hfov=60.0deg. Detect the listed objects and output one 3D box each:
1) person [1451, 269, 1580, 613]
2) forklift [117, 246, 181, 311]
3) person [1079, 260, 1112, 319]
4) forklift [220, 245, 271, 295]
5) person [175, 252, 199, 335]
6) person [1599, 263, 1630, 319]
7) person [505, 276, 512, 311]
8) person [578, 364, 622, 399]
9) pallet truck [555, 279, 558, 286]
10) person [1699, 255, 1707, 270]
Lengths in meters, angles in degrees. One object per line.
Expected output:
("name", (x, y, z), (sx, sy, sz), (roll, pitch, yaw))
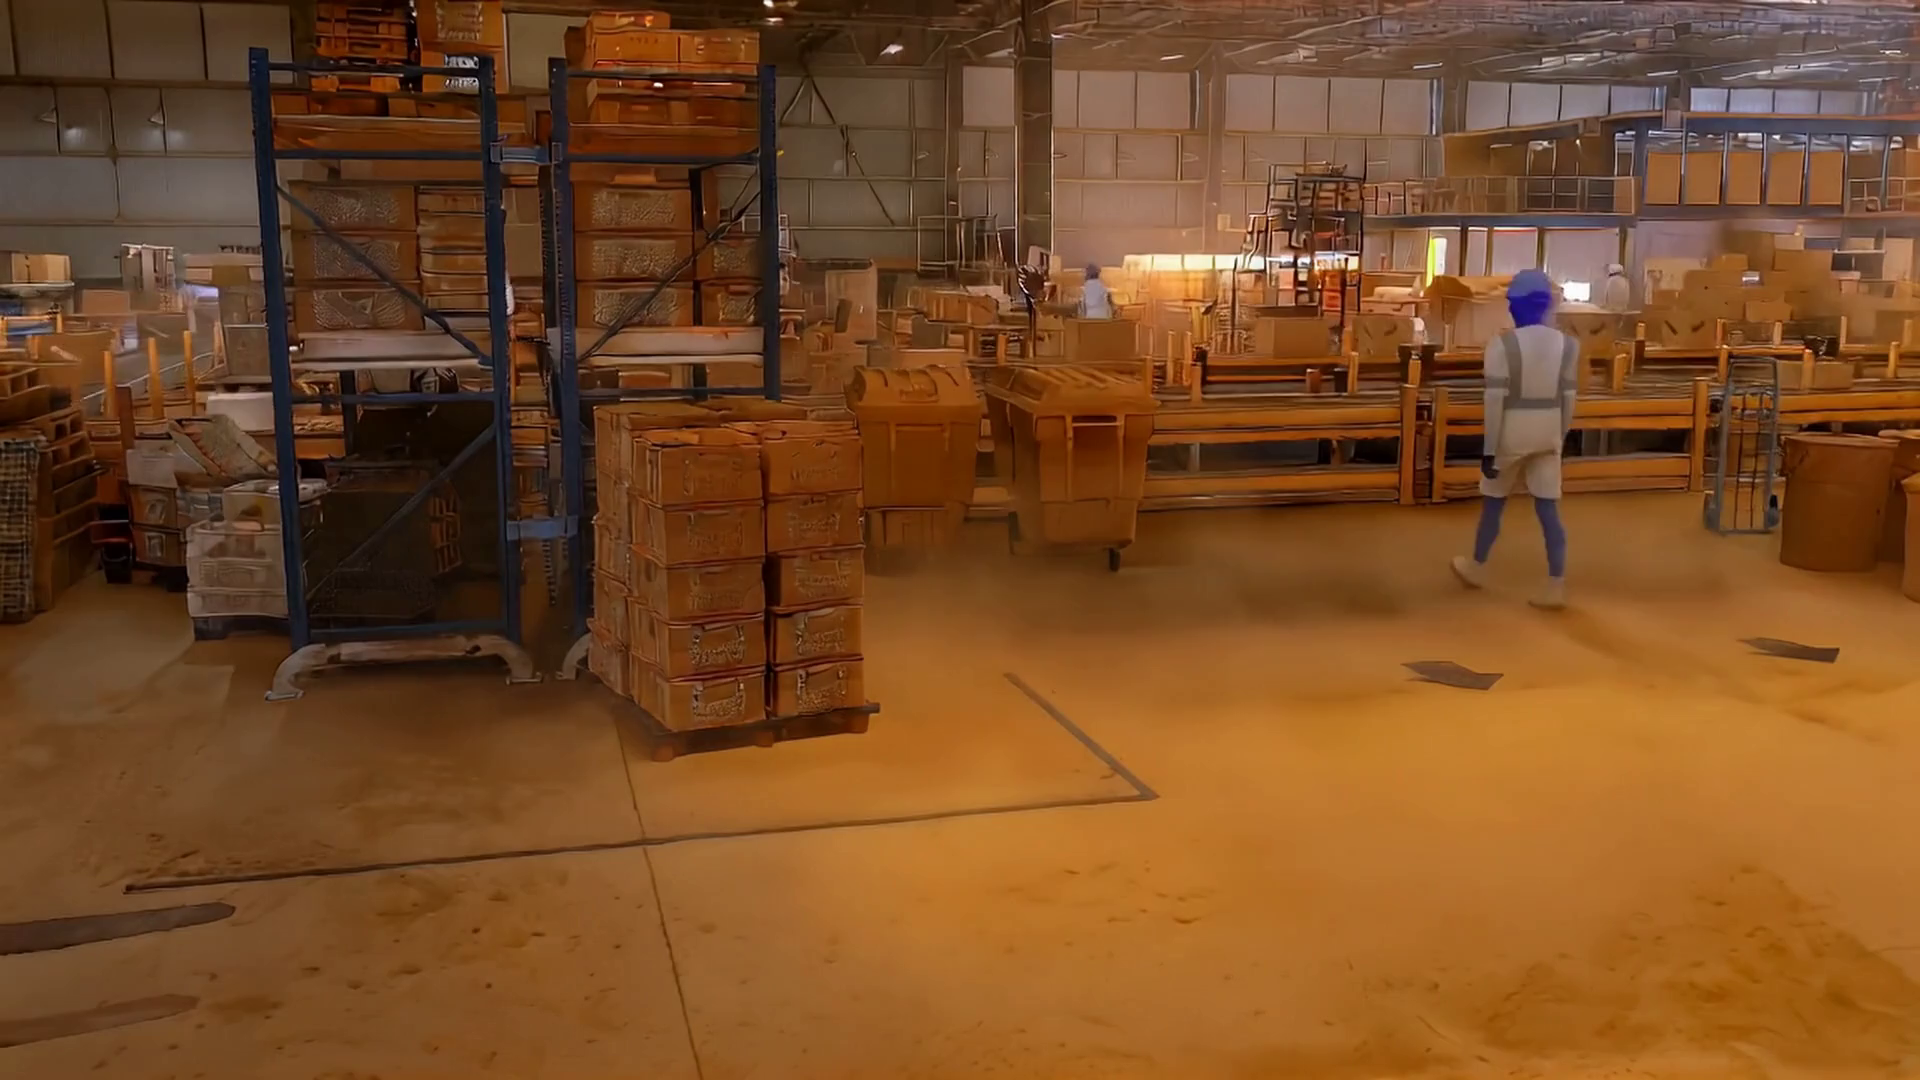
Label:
("person", (3.353, -0.609, 9.933), (0.636, 1.981, 1.065), (-2, 10, -10))
("forklift", (-19.966, -6.232, 40.894), (1.157, 1.987, 2.680), (-3, 10, -15))
("person", (2.177, -3.467, 26.354), (0.593, 1.899, 0.455), (7, 12, 34))
("forklift", (-17.749, -6.334, 41.440), (1.157, 1.987, 2.680), (-3, 10, -17))
("person", (-15.501, -4.816, 33.702), (0.858, 2.018, 0.615), (-5, 11, -25))
("person", (13.002, -4.628, 33.247), (0.623, 1.781, 0.912), (-5, 11, -25))
("person", (-10.855, -5.708, 39.552), (0.695, 1.716, 0.409), (-4, 11, -21))
("person", (-4.867, -2.687, 22.088), (0.984, 1.862, 0.645), (9, 13, 42))
("pallet truck", (-10.604, -6.375, 44.520), (0.653, 1.274, 1.630), (-3, 10, -15))
("person", (13.912, -4.336, 31.051), (0.571, 1.974, 0.662), (9, 13, 41))
